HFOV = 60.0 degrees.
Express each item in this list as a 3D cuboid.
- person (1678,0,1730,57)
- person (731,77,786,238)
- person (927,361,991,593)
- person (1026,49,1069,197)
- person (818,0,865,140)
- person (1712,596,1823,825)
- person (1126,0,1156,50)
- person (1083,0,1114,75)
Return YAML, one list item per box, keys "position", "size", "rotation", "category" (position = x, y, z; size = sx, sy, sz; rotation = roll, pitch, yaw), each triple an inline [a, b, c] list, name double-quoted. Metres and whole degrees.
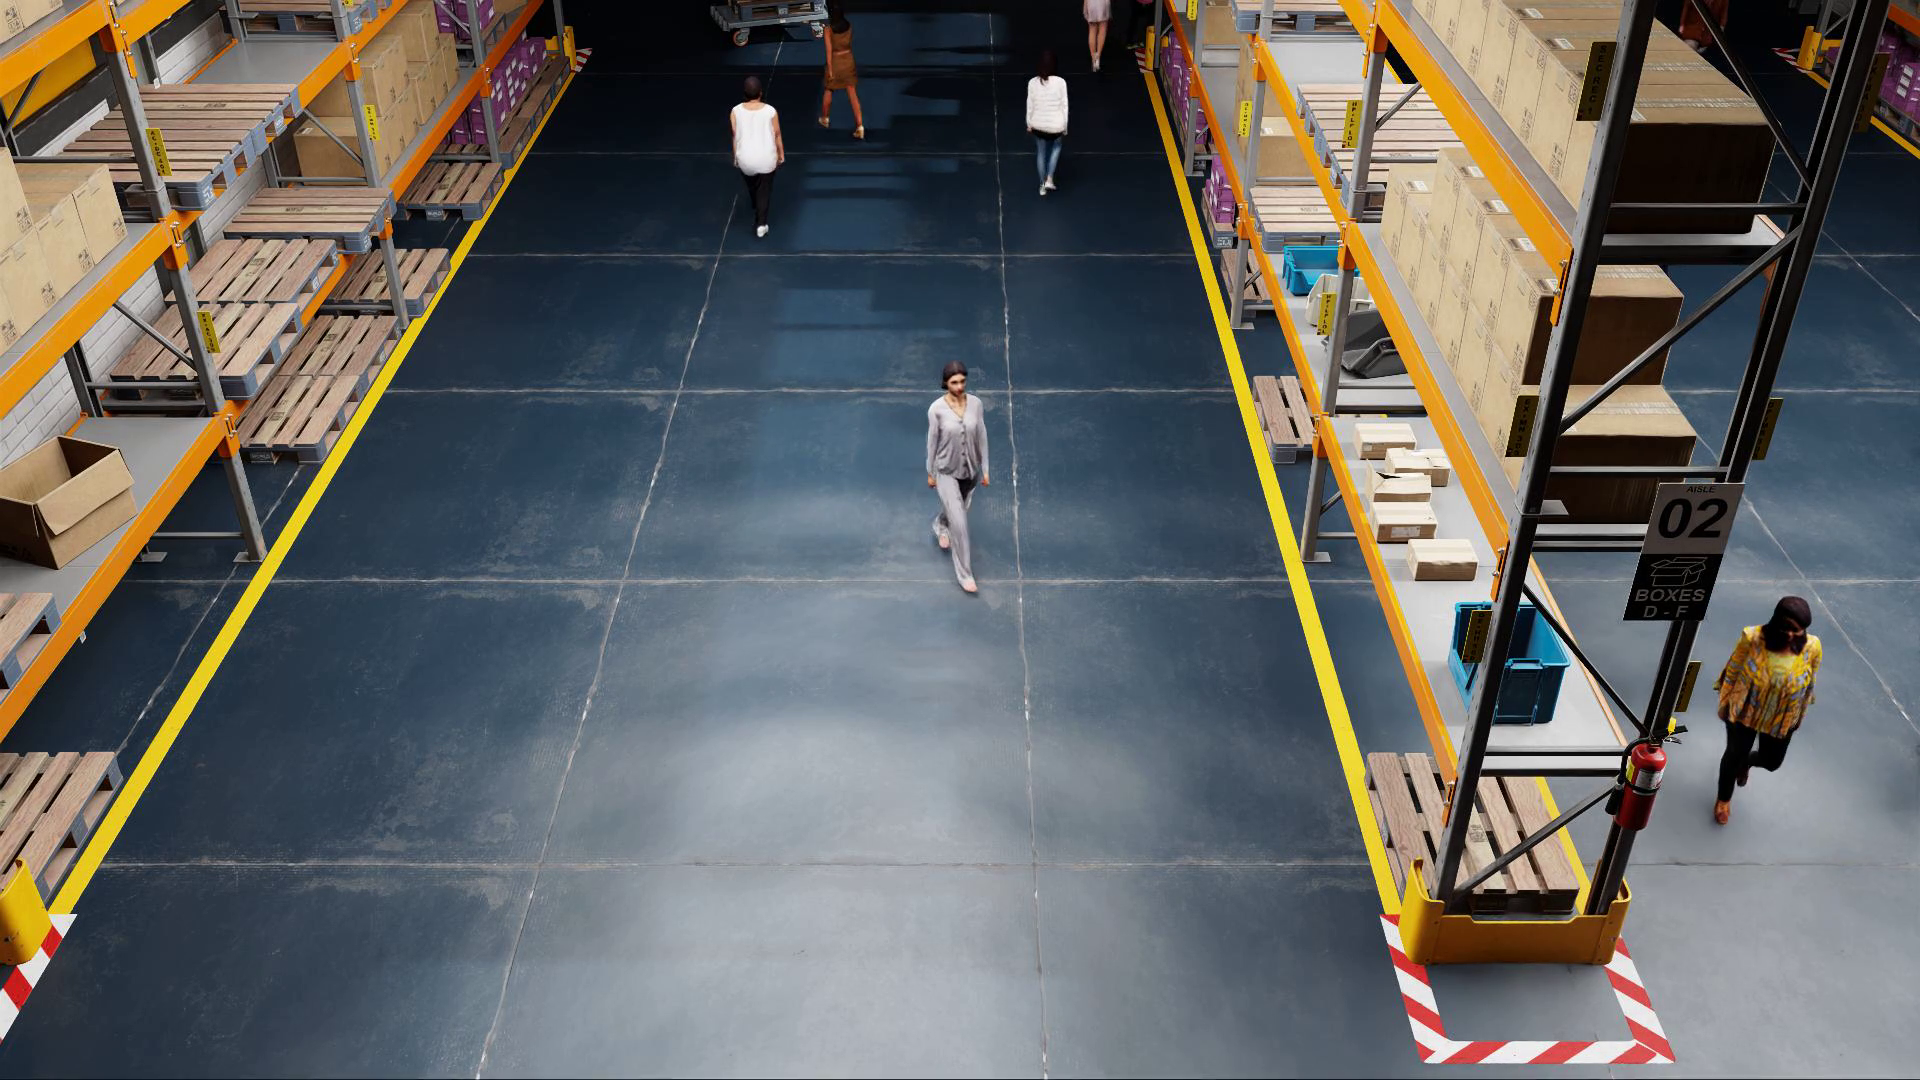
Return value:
- position: [9.438, -6.534, 21.256]
  size: [0.701, 1.794, 1.112]
  rotation: [0, 34, -1]
  category: "person"
- position: [-2.169, -4.034, 17.618]
  size: [0.751, 1.657, 1.032]
  rotation: [4, 34, 6]
  category: "person"
- position: [-0.055, -0.543, 12.297]
  size: [0.888, 1.735, 1.165]
  rotation: [-13, 36, -19]
  category: "person"
- position: [0.965, -4.614, 18.514]
  size: [0.692, 1.632, 0.648]
  rotation: [7, 34, 11]
  category: "person"
- position: [-1.378, -5.636, 20.040]
  size: [0.964, 1.644, 1.121]
  rotation: [-22, 40, -30]
  category: "person"
- position: [4.851, 0.986, 10.076]
  size: [0.813, 1.645, 0.881]
  rotation: [8, 35, 12]
  category: "person"
- position: [2.463, -7.557, 23.026]
  size: [0.761, 1.539, 0.694]
  rotation: [-21, 39, -28]
  category: "person"
- position: [1.811, -7.003, 21.999]
  size: [0.639, 1.753, 0.870]
  rotation: [4, 34, 7]
  category: "person"
